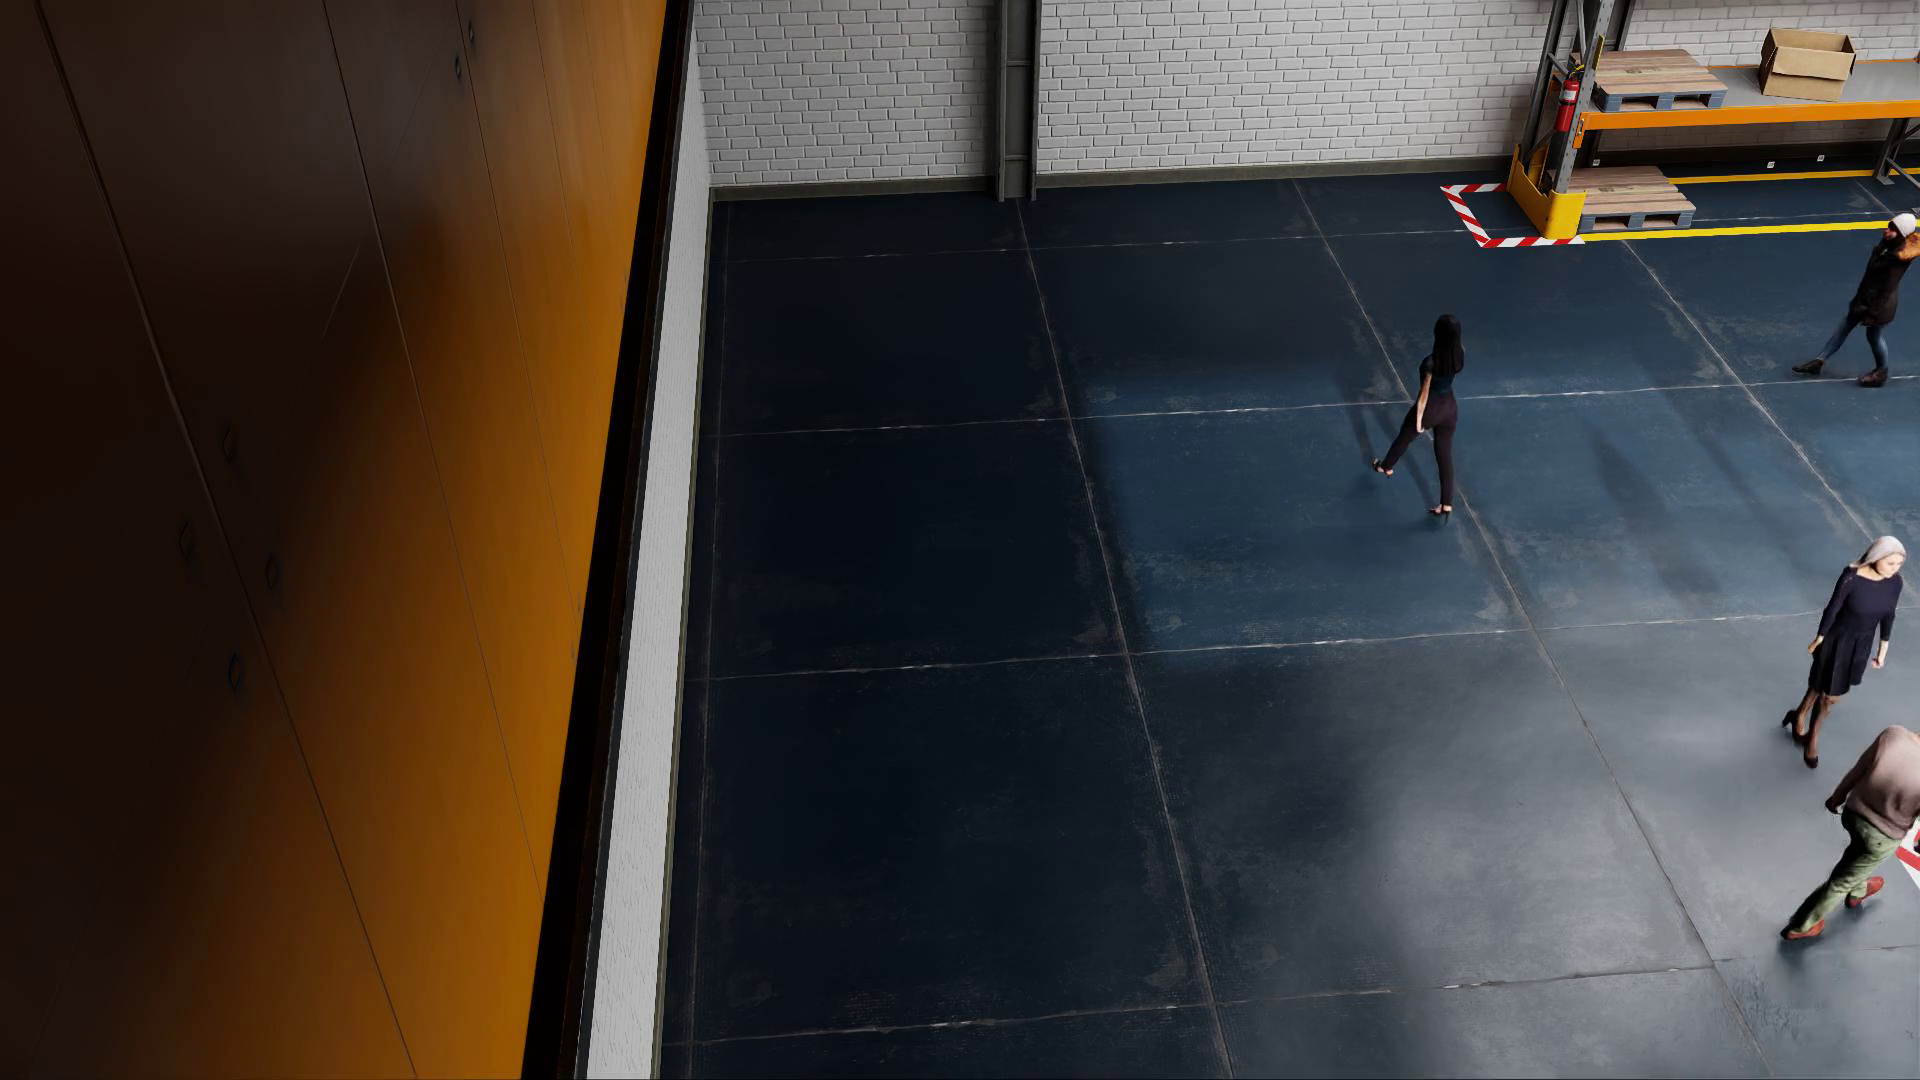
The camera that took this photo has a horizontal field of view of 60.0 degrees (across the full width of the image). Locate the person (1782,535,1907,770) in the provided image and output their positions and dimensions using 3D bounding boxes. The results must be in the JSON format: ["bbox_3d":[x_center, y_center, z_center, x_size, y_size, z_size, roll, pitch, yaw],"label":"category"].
[{"bbox_3d":[5.695,0.630,10.793,0.636,1.737,0.687,-6,39,-7],"label":"person"}]

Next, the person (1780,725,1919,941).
[{"bbox_3d":[5.107,1.663,9.429,1.149,1.825,0.890,-15,41,-18],"label":"person"}]

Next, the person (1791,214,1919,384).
[{"bbox_3d":[7.897,-2.021,14.228,1.025,1.593,0.673,0,39,1],"label":"person"}]

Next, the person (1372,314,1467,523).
[{"bbox_3d":[3.696,-0.910,12.757,1.098,1.692,0.880,-16,41,-19],"label":"person"}]
